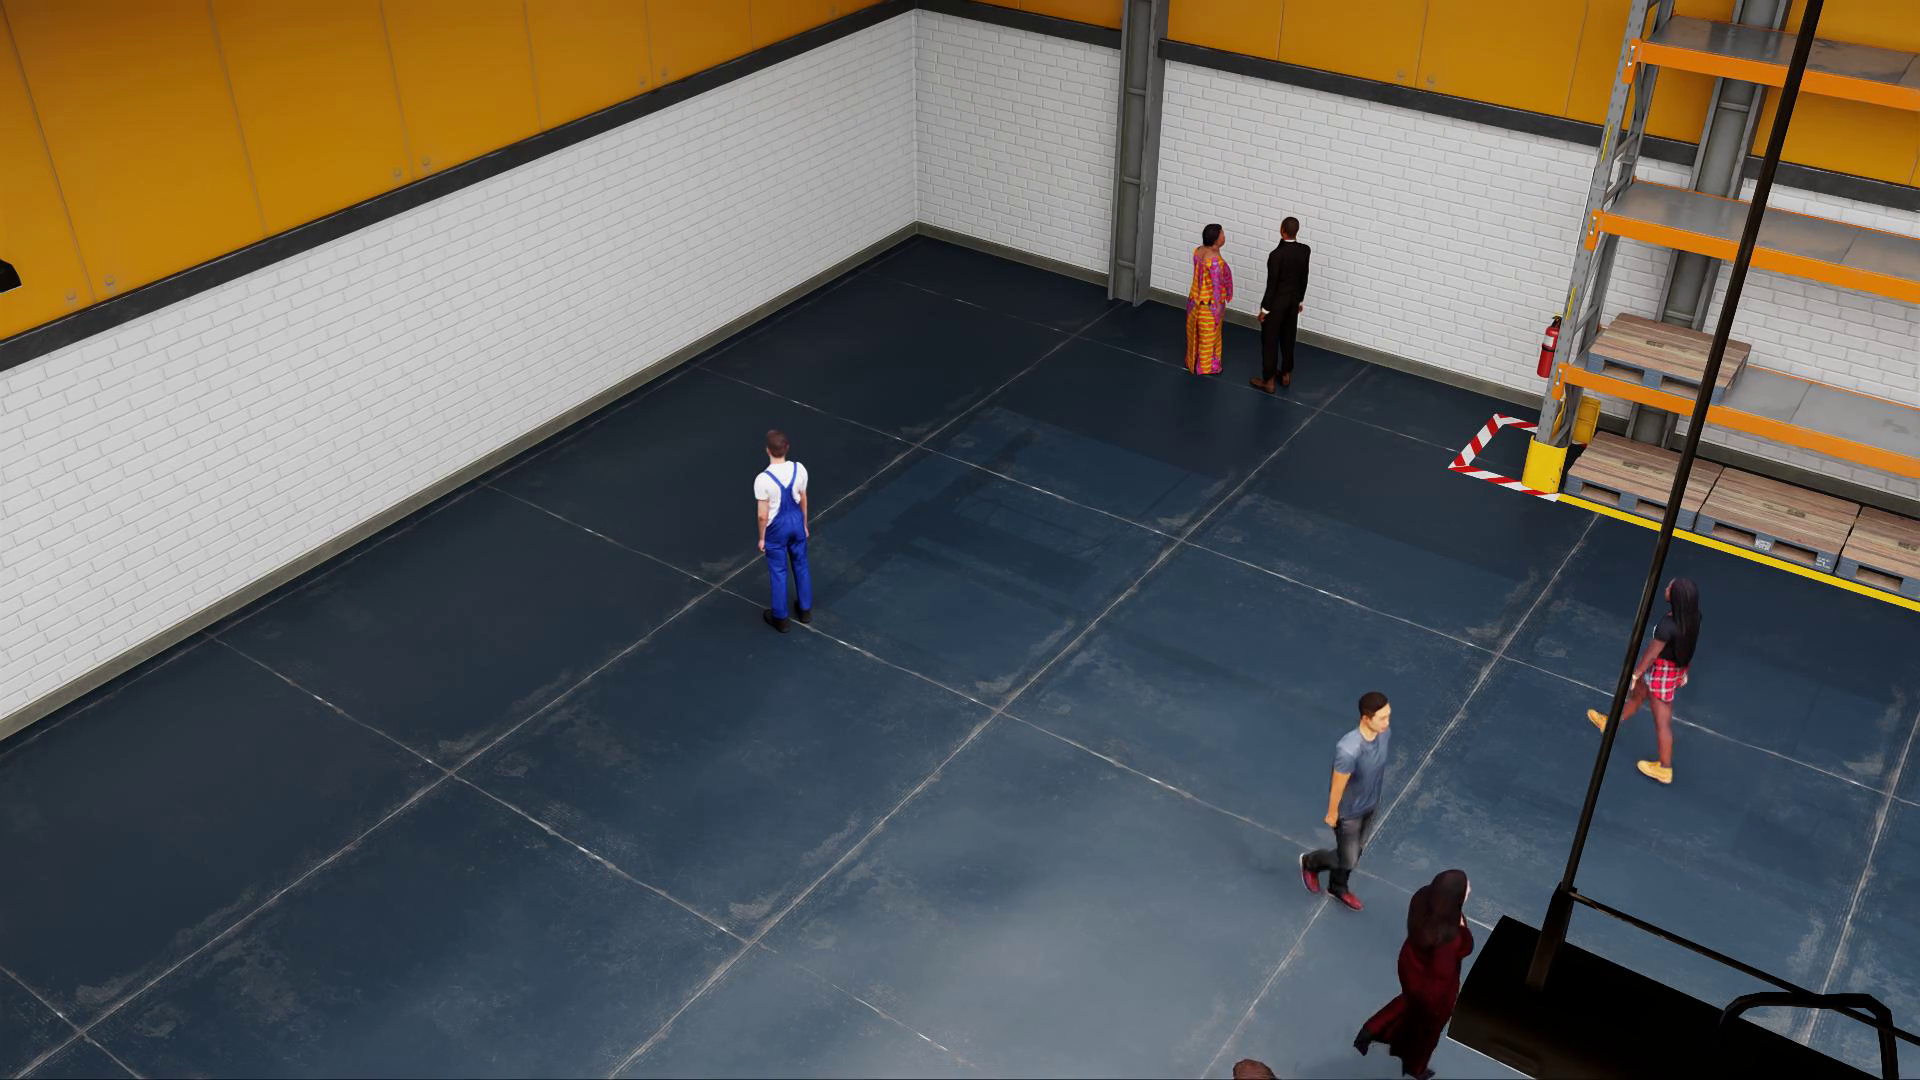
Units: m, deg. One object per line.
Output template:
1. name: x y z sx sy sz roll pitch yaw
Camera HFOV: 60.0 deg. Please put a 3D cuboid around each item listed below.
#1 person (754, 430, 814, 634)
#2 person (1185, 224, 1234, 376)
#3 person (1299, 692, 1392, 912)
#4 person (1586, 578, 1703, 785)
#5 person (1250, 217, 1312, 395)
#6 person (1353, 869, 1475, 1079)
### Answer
1. person: -1.451 -0.081 13.729 0.704 1.851 0.697 -19 38 -26
2. person: 2.648 -2.592 17.655 0.837 1.686 0.764 -11 35 -16
3. person: 2.551 1.710 11.079 0.746 1.801 0.801 -25 41 -33
4. person: 5.221 1.058 12.154 0.796 1.695 1.113 -25 41 -33
5. person: 3.336 -2.451 17.245 0.795 1.904 0.773 -17 37 -24
6. person: 2.673 2.588 9.804 0.952 1.749 0.889 -3 34 -5
